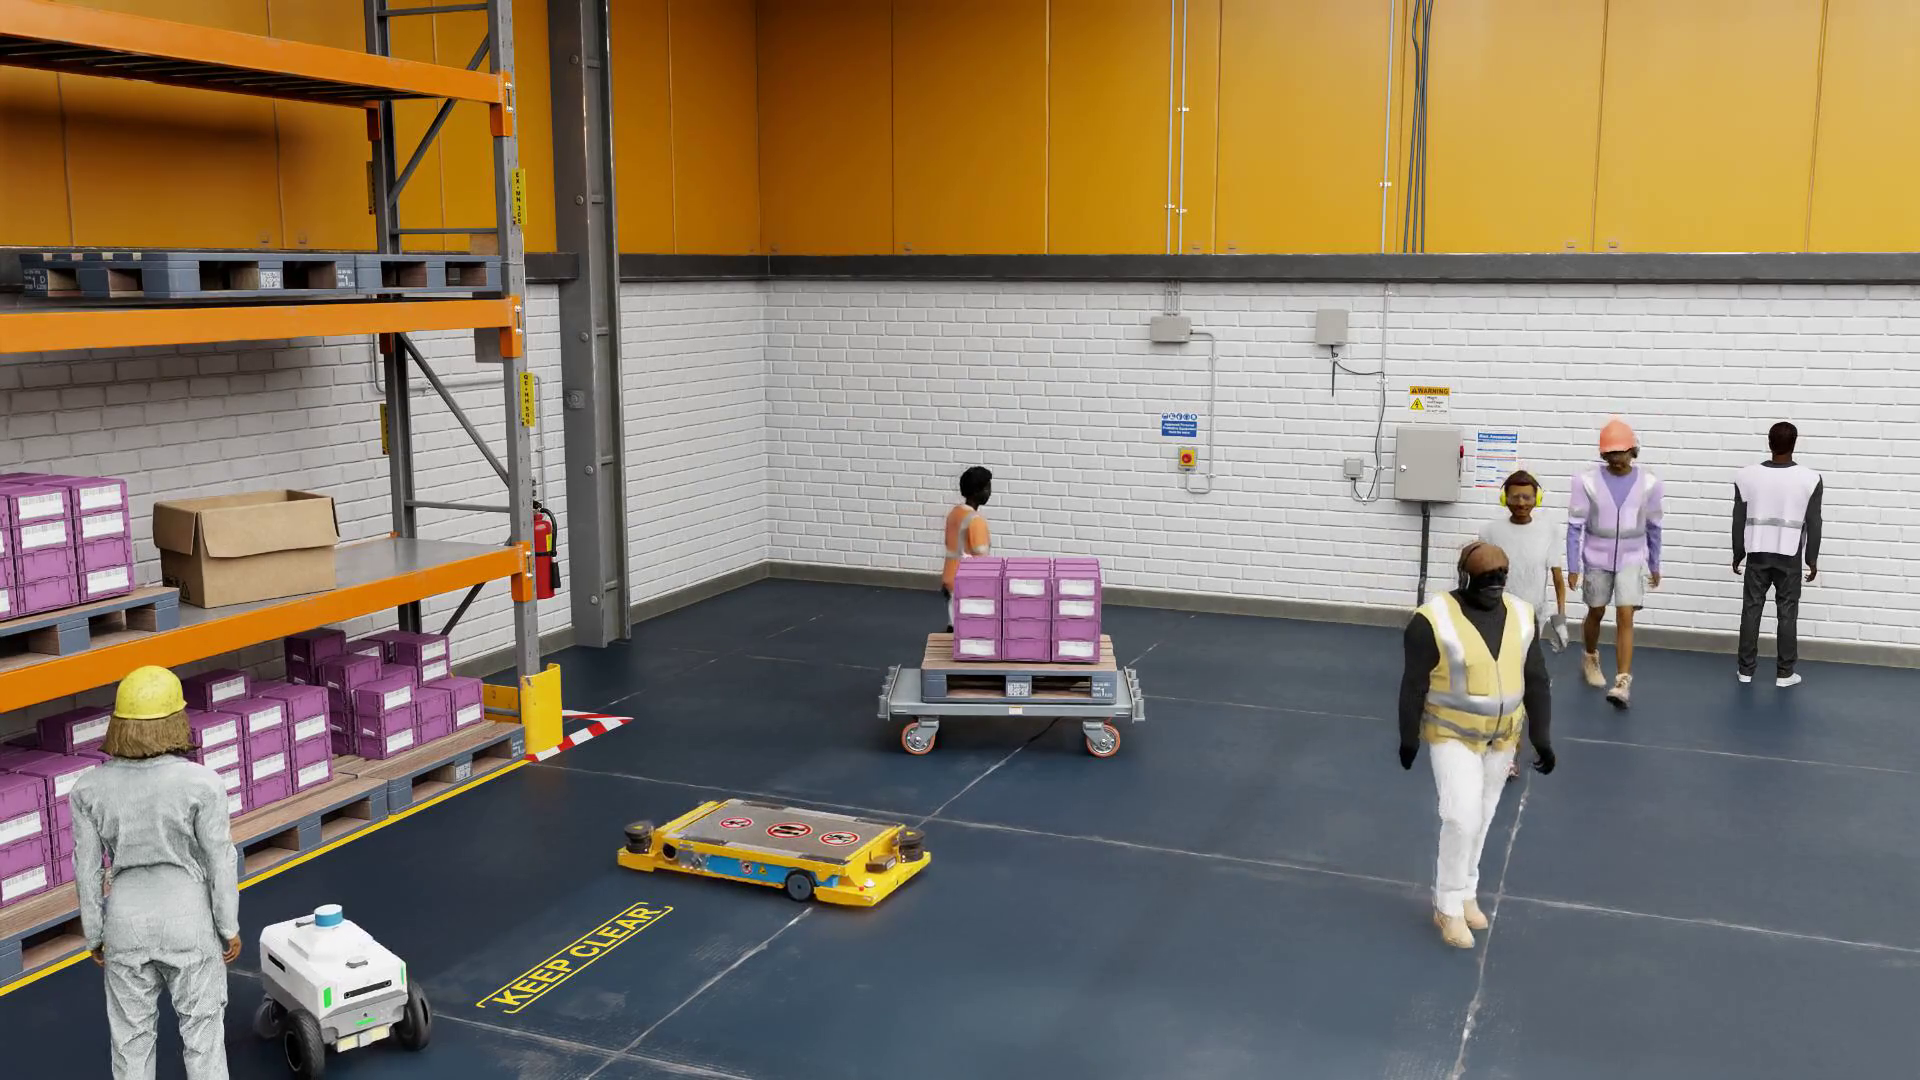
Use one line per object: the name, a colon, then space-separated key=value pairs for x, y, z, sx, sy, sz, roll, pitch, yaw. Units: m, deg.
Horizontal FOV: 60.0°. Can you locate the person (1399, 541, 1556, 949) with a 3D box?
person: x=2.339 y=0.909 z=7.465 sx=0.636 sy=1.818 sz=0.633 roll=-3 pitch=10 yaw=-16

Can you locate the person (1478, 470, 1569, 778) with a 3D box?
person: x=3.383 y=0.482 z=10.051 sx=0.513 sy=1.825 sz=0.981 roll=1 pitch=9 yaw=9

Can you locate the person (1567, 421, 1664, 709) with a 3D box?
person: x=4.567 y=0.144 z=11.602 sx=0.654 sy=1.977 sz=1.080 roll=3 pitch=10 yaw=16

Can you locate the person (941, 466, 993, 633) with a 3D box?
person: x=0.148 y=0.312 z=11.553 sx=0.863 sy=1.646 sz=0.544 roll=-3 pitch=10 yaw=-16

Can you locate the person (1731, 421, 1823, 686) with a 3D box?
person: x=5.887 y=0.102 z=12.026 sx=0.591 sy=1.922 sz=0.392 roll=6 pitch=11 yaw=33

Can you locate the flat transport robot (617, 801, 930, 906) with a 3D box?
flat transport robot: x=-0.932 y=1.536 z=8.326 sx=1.431 sy=0.197 sz=0.652 roll=4 pitch=10 yaw=23

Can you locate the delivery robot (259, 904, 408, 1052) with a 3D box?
delivery robot: x=-2.435 y=1.658 z=6.446 sx=0.477 sy=0.478 sz=0.707 roll=-8 pitch=12 yaw=-41

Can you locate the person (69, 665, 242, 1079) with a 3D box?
person: x=-2.623 y=1.271 z=5.482 sx=0.492 sy=1.742 sz=0.321 roll=-1 pitch=9 yaw=-8
